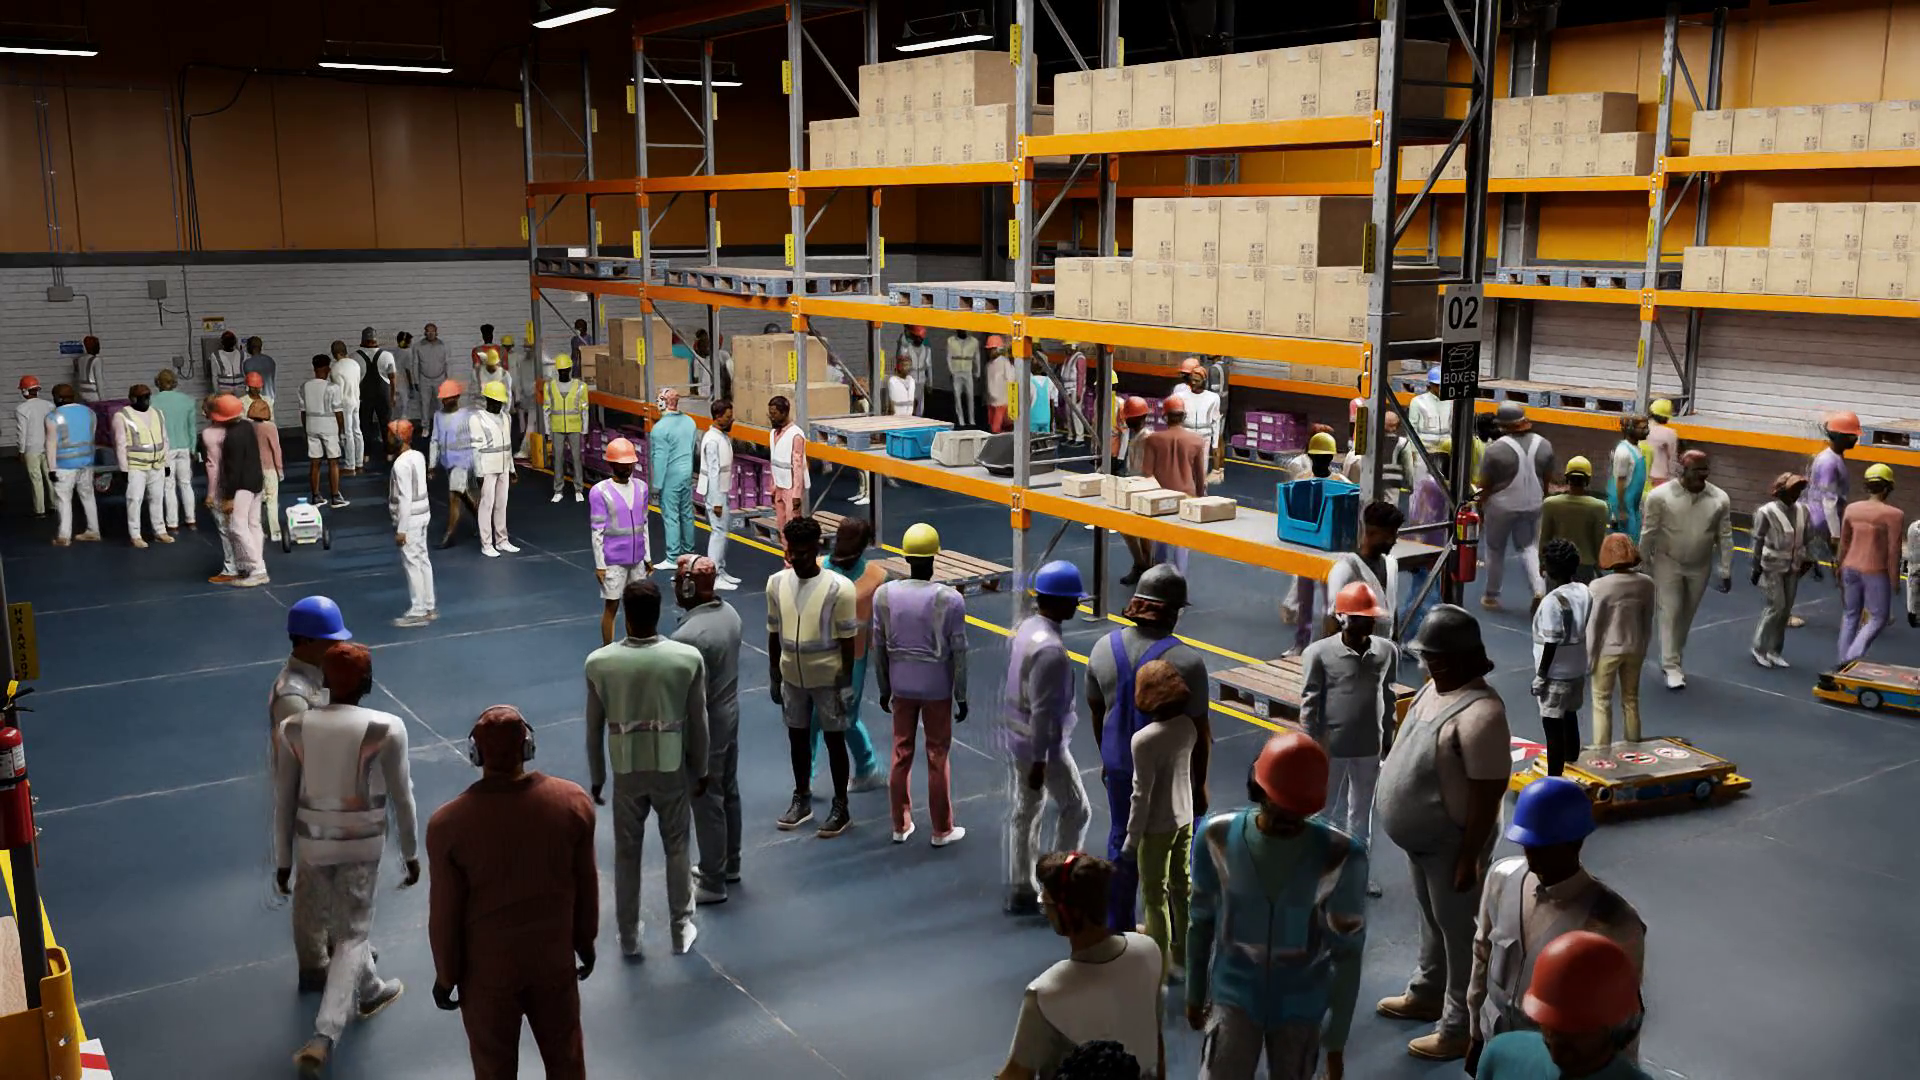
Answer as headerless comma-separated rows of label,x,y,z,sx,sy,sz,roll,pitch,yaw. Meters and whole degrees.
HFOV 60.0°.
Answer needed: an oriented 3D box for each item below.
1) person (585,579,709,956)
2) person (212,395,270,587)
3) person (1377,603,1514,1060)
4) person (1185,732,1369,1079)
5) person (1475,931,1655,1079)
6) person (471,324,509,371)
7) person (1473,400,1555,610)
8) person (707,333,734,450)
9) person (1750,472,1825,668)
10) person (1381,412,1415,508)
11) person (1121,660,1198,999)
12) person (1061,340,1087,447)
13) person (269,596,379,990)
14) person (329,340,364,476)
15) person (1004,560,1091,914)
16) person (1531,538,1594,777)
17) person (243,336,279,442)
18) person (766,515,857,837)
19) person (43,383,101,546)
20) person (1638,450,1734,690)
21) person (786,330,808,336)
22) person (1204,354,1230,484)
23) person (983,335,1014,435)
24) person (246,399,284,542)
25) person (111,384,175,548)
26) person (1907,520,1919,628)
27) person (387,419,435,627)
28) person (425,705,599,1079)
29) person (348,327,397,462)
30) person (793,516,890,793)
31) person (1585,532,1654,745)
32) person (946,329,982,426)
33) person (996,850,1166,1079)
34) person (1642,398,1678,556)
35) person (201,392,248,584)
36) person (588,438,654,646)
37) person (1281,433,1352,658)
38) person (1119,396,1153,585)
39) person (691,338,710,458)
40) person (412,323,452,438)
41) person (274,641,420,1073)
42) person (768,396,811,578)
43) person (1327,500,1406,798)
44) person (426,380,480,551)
person,-1.555,1.148,8.331,0.599,1.911,0.401,-1,11,-7
person,-7.180,-0.502,16.701,0.400,1.944,0.720,-1,11,-6
person,2.115,1.269,7.359,0.536,2.000,0.681,0,11,-3
person,1.051,1.619,5.674,0.614,1.993,0.941,3,11,14
person,1.509,1.914,4.182,0.404,1.991,0.636,-8,14,-35
person,-7.590,-2.513,26.907,0.612,1.962,0.363,-8,14,-36
person,5.155,-0.337,15.574,0.721,2.000,0.565,-2,11,-12
person,-3.775,-2.318,26.115,0.337,1.882,0.585,6,12,27
person,6.748,0.249,13.627,0.532,1.625,0.419,-4,12,-22
person,4.652,-0.586,17.982,0.521,1.604,0.806,9,14,38
person,0.956,1.365,7.912,0.285,1.633,0.498,10,15,41
person,1.818,-2.402,26.725,0.406,1.824,0.588,-4,12,-20
person,-3.070,1.209,7.960,0.418,1.933,0.614,-2,11,-9
person,-8.787,-1.886,23.781,0.370,1.934,0.627,2,11,10
person,0.534,1.051,8.757,0.614,1.927,0.608,-2,11,-10
person,3.779,0.829,10.506,0.320,1.692,0.531,10,15,42
person,-10.336,-2.039,24.550,0.373,1.940,0.628,2,11,12
person,-0.891,0.807,9.954,0.601,1.958,0.386,5,12,23
person,-10.022,-0.851,18.772,0.430,1.825,0.634,6,12,27
person,5.719,0.245,13.019,0.679,1.868,0.904,1,11,3
person,-2.985,-3.192,30.699,0.622,1.845,0.430,1,11,6
person,3.521,-1.795,23.019,0.357,2.047,0.615,5,12,22
person,0.529,-1.985,24.167,0.432,1.977,0.655,-7,13,-33
person,-7.931,-0.792,18.952,0.500,1.633,0.281,3,11,15
person,-9.153,-0.835,18.671,0.430,1.835,0.634,6,13,29
person,7.166,0.440,12.034,0.631,1.881,0.893,8,14,35
person,-4.978,-0.157,15.055,0.337,1.883,0.584,0,11,-2
person,-1.684,1.550,6.282,0.645,1.900,0.400,-7,13,-32
person,-8.871,-2.202,25.124,0.688,2.000,0.539,-5,12,-23
person,-0.764,0.748,10.492,0.660,1.871,0.598,3,11,13
person,4.356,0.759,11.033,0.526,1.629,0.276,-3,11,-15
person,0.074,-2.942,29.326,0.624,1.876,0.681,0,11,1
person,0.292,1.814,5.148,0.821,1.805,0.562,8,14,36
person,7.540,-0.694,18.192,0.564,1.734,0.567,-9,14,-39
person,-7.432,-0.521,16.784,0.372,1.940,0.630,0,11,1
person,-2.704,0.138,13.412,0.357,1.937,0.551,10,15,41
person,2.969,0.067,13.792,0.588,1.930,0.361,11,15,43
person,1.744,-0.491,16.657,0.452,1.921,0.574,1,11,3
person,-3.947,-2.185,25.561,0.347,1.838,0.511,3,12,17
person,-8.834,-2.674,27.871,0.642,1.913,0.409,-4,12,-19
person,-2.738,1.385,7.337,0.601,1.841,0.931,1,11,5
person,-1.736,-0.508,16.811,0.404,1.907,0.597,-7,13,-32
person,2.532,0.688,10.597,0.647,1.937,0.563,-10,15,-42
person,-5.660,-0.879,18.790,0.550,1.891,1.023,5,12,24
